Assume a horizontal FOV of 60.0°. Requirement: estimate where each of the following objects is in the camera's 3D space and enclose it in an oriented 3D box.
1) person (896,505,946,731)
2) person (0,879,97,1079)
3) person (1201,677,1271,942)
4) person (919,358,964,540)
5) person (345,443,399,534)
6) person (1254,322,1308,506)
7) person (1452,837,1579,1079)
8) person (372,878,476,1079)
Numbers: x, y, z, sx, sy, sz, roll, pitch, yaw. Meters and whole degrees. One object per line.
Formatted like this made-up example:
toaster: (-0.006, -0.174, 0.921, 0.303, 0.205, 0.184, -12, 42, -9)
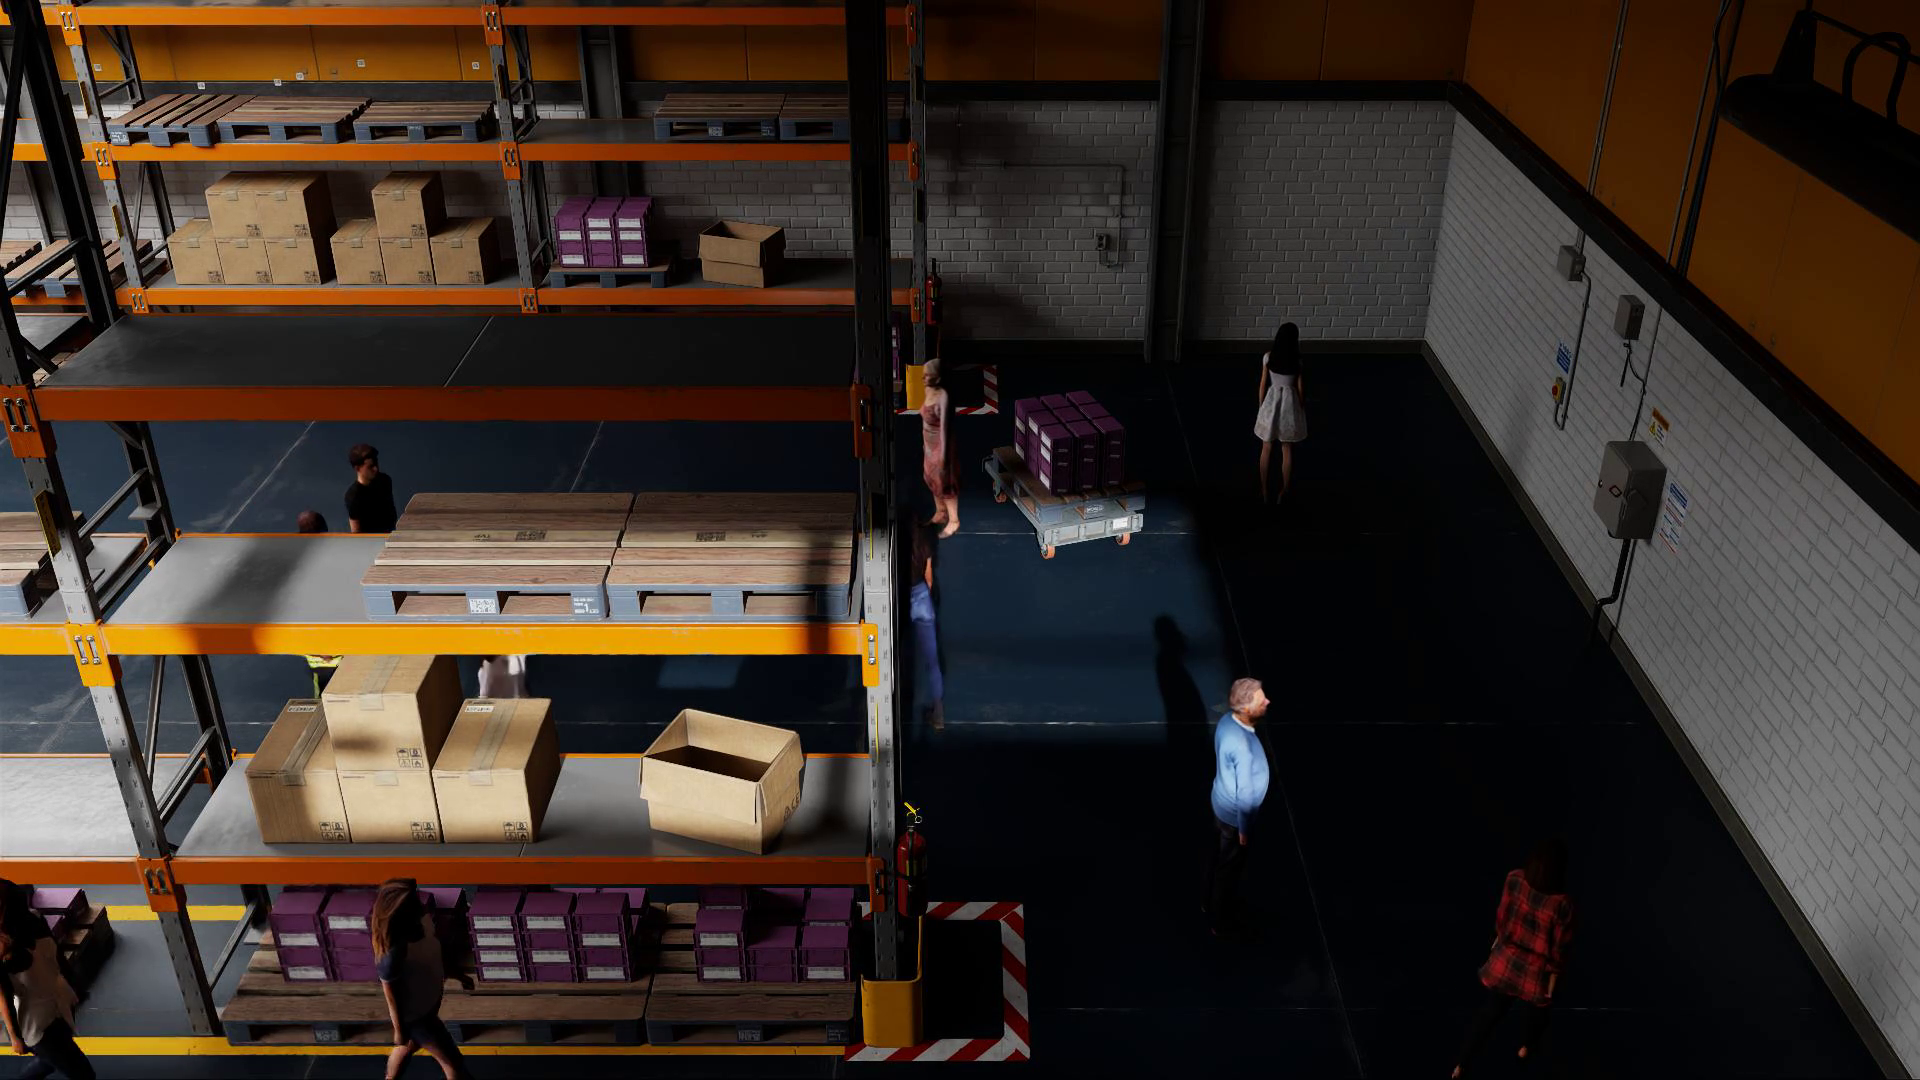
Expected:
person: (-0.302, 0.604, 12.147, 1.191, 1.683, 1.074, -16, 32, -27)
person: (-4.838, 2.476, 8.640, 1.096, 1.754, 0.644, 2, 29, 3)
person: (1.673, 1.613, 10.154, 0.565, 1.820, 0.657, -1, 29, -3)
person: (-0.168, -0.828, 14.768, 0.726, 1.686, 0.698, -15, 32, -25)
person: (-4.599, 0.081, 12.946, 1.306, 1.835, 0.979, 9, 30, 16)
person: (2.948, -1.158, 15.282, 0.691, 1.774, 0.798, 10, 30, 18)
person: (3.010, 2.332, 8.985, 1.137, 1.676, 1.034, -23, 36, -35)
person: (-2.929, 2.452, 8.768, 1.073, 1.673, 0.673, 2, 29, 4)
